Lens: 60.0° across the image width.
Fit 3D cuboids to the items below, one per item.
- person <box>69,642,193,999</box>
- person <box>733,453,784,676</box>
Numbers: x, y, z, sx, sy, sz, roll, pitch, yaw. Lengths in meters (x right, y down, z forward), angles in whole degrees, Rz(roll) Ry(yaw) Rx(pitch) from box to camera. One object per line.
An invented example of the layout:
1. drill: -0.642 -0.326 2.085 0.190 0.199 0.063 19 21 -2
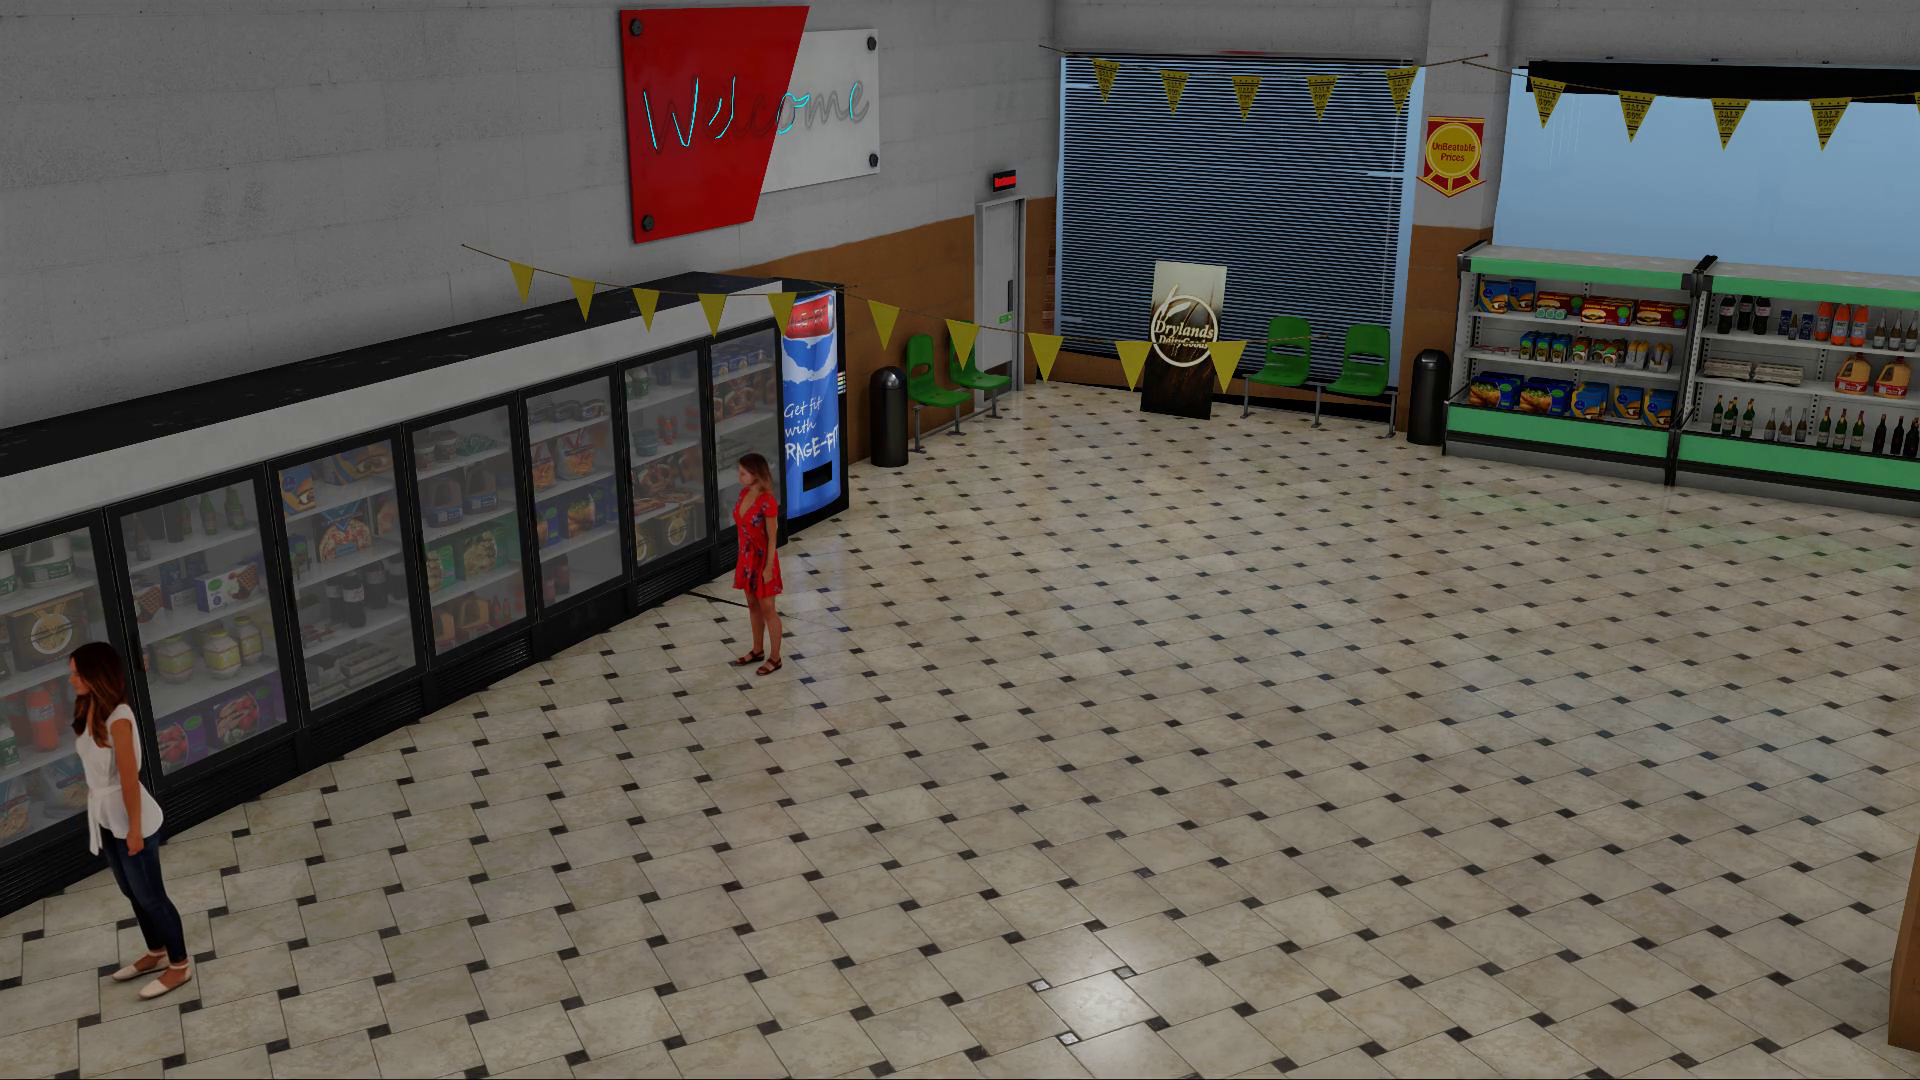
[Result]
1. person: -3.933 1.318 7.878 0.537 1.783 0.695 16 24 39
2. person: -1.402 0.151 11.636 0.699 1.593 0.582 -15 24 -37
